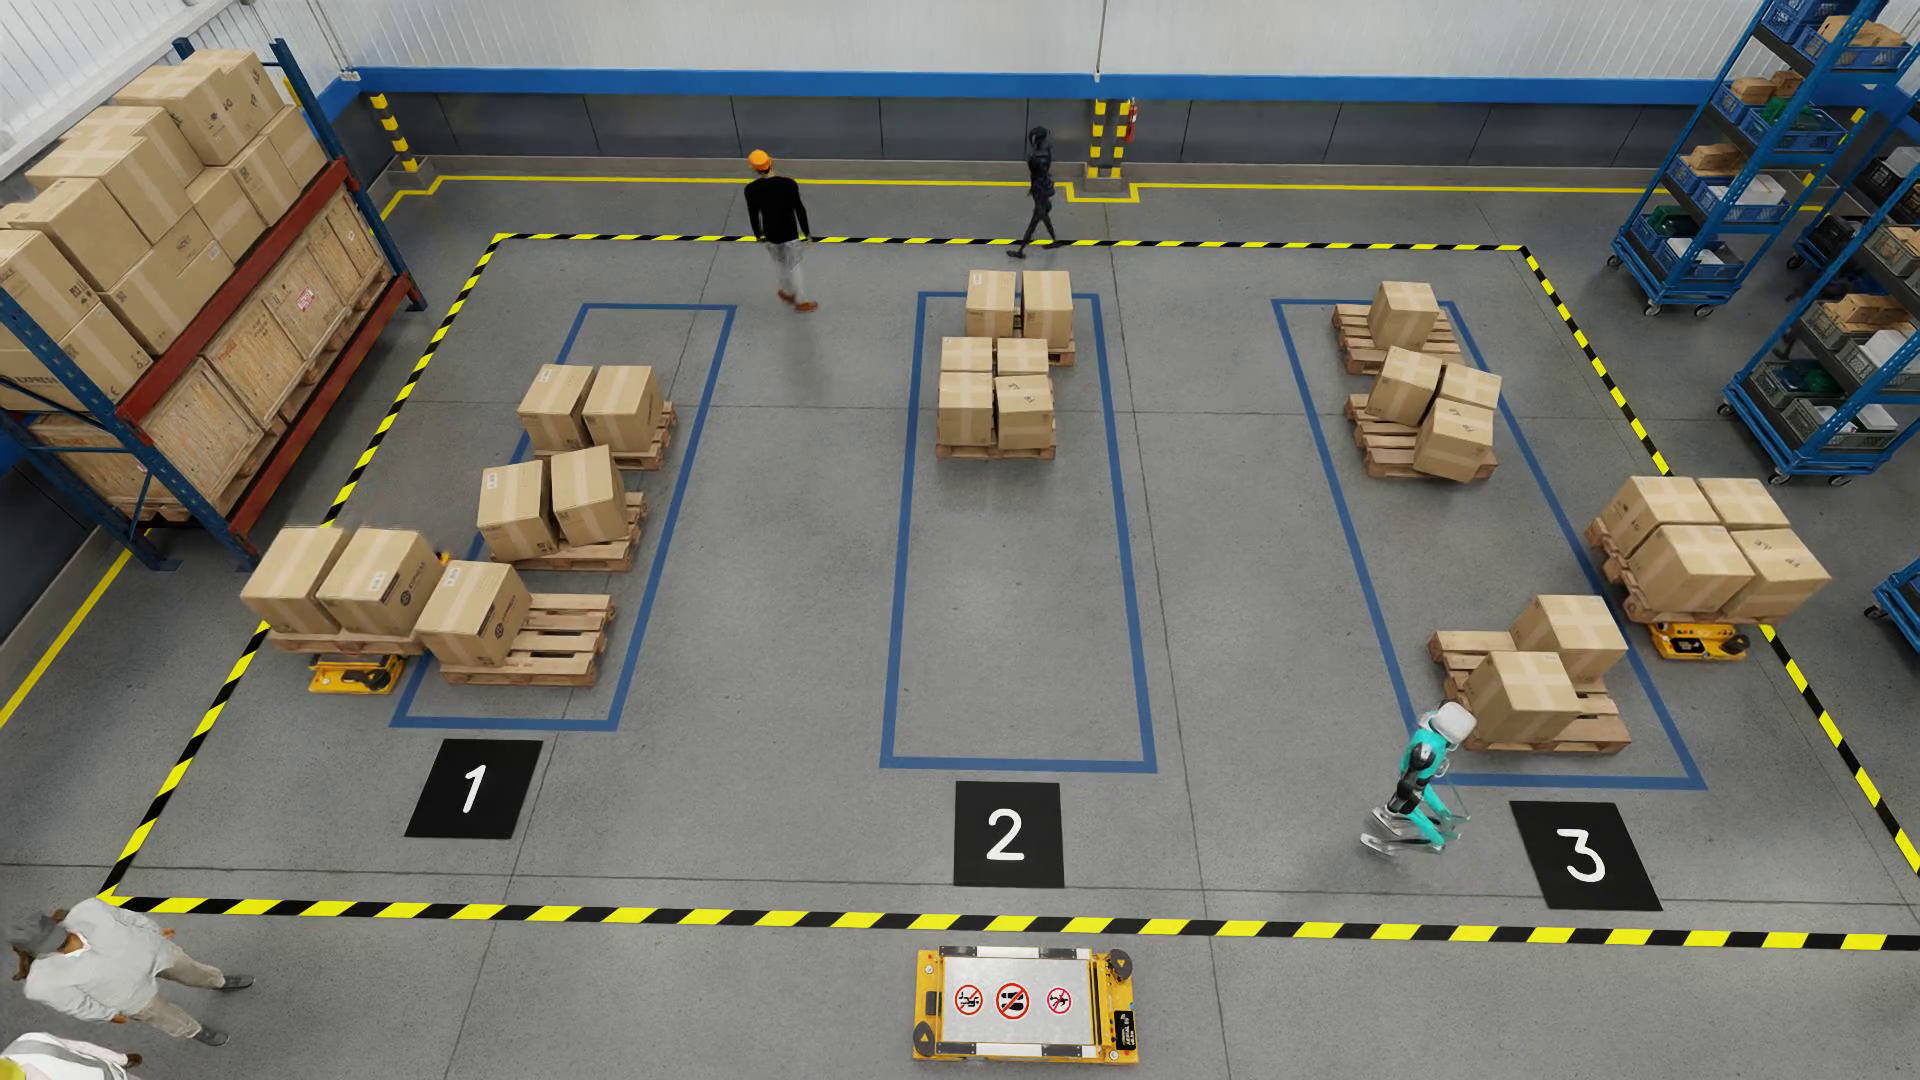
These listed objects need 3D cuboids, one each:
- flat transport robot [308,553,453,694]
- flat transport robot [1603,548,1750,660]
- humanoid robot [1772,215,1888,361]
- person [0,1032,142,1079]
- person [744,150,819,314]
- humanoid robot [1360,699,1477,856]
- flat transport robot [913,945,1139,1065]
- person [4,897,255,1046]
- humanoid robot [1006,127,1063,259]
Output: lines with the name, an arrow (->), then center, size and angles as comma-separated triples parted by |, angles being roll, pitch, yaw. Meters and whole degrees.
flat transport robot -> -5.009, 0.660, 7.930 | 0.652, 0.197, 1.431 | 1, 51, 1
flat transport robot -> 6.300, 0.400, 8.141 | 0.652, 0.197, 1.431 | 1, 51, 1
humanoid robot -> 9.244, -2.698, 9.790 | 0.593, 1.637, 0.572 | -4, 51, -3
person -> -4.696, 3.083, 4.970 | 0.404, 1.822, 0.587 | -6, 51, -5
person -> -2.005, -3.406, 10.252 | 0.662, 1.840, 0.539 | -1, 51, -1
humanoid robot -> 3.164, 1.697, 6.068 | 0.735, 1.677, 0.533 | 34, 58, 24
flat transport robot -> 0.422, 3.041, 6.007 | 1.431, 0.231, 0.659 | 1, 51, 1
person -> -4.917, 2.560, 5.429 | 0.397, 1.769, 0.572 | 1, 51, 1
humanoid robot -> 0.940, -4.163, 10.998 | 0.778, 1.618, 0.611 | -8, 51, -7
